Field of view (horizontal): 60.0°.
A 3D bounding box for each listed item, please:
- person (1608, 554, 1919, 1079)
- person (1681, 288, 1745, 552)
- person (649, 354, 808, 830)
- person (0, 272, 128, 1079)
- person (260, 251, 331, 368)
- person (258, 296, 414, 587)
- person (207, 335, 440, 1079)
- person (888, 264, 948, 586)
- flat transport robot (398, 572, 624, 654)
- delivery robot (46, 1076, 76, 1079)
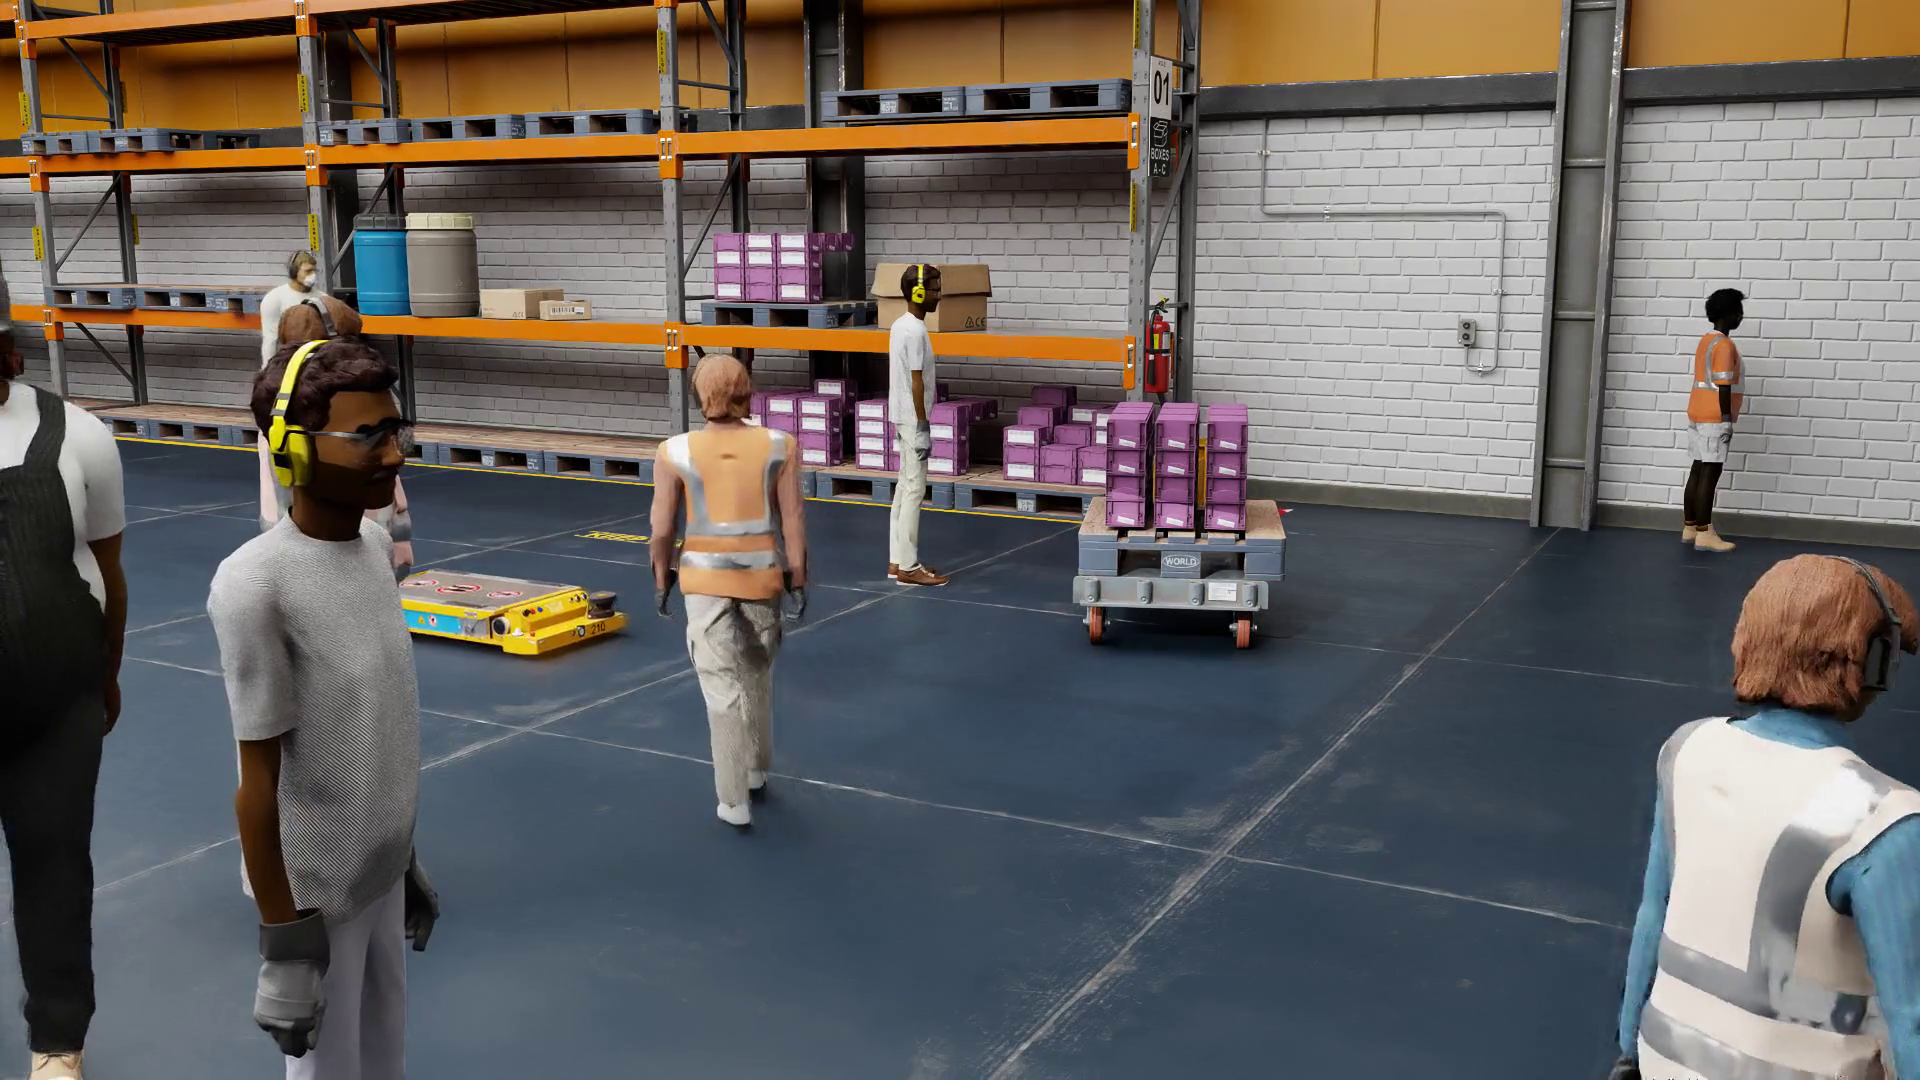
[{"bbox_3d":[1.120,0.821,2.322,0.843,1.591,0.596,-1,10,-7],"label":"person"},{"bbox_3d":[4.896,-0.779,10.785,0.319,1.698,0.532,2,10,9],"label":"person"},{"bbox_3d":[-0.820,0.161,5.815,0.530,1.613,0.672,-3,11,-18],"label":"person"},{"bbox_3d":[-2.360,0.283,4.020,0.678,2.000,0.863,-5,12,-27],"label":"person"},{"bbox_3d":[-5.094,-1.308,13.111,0.837,1.901,0.654,6,12,30],"label":"person"},{"bbox_3d":[-1.905,0.179,5.132,0.429,1.846,0.633,-5,12,-28],"label":"person"},{"bbox_3d":[-1.022,0.595,2.785,0.310,1.868,0.533,1,10,4],"label":"person"},{"bbox_3d":[-0.260,-0.668,9.718,0.309,1.864,0.535,-2,11,-13],"label":"person"},{"bbox_3d":[-2.494,0.348,8.517,1.431,0.197,0.652,5,12,27],"label":"flat transport robot"},{"bbox_3d":[-1.697,1.192,2.859,0.477,0.478,0.707,-4,11,-23],"label":"delivery robot"}]
